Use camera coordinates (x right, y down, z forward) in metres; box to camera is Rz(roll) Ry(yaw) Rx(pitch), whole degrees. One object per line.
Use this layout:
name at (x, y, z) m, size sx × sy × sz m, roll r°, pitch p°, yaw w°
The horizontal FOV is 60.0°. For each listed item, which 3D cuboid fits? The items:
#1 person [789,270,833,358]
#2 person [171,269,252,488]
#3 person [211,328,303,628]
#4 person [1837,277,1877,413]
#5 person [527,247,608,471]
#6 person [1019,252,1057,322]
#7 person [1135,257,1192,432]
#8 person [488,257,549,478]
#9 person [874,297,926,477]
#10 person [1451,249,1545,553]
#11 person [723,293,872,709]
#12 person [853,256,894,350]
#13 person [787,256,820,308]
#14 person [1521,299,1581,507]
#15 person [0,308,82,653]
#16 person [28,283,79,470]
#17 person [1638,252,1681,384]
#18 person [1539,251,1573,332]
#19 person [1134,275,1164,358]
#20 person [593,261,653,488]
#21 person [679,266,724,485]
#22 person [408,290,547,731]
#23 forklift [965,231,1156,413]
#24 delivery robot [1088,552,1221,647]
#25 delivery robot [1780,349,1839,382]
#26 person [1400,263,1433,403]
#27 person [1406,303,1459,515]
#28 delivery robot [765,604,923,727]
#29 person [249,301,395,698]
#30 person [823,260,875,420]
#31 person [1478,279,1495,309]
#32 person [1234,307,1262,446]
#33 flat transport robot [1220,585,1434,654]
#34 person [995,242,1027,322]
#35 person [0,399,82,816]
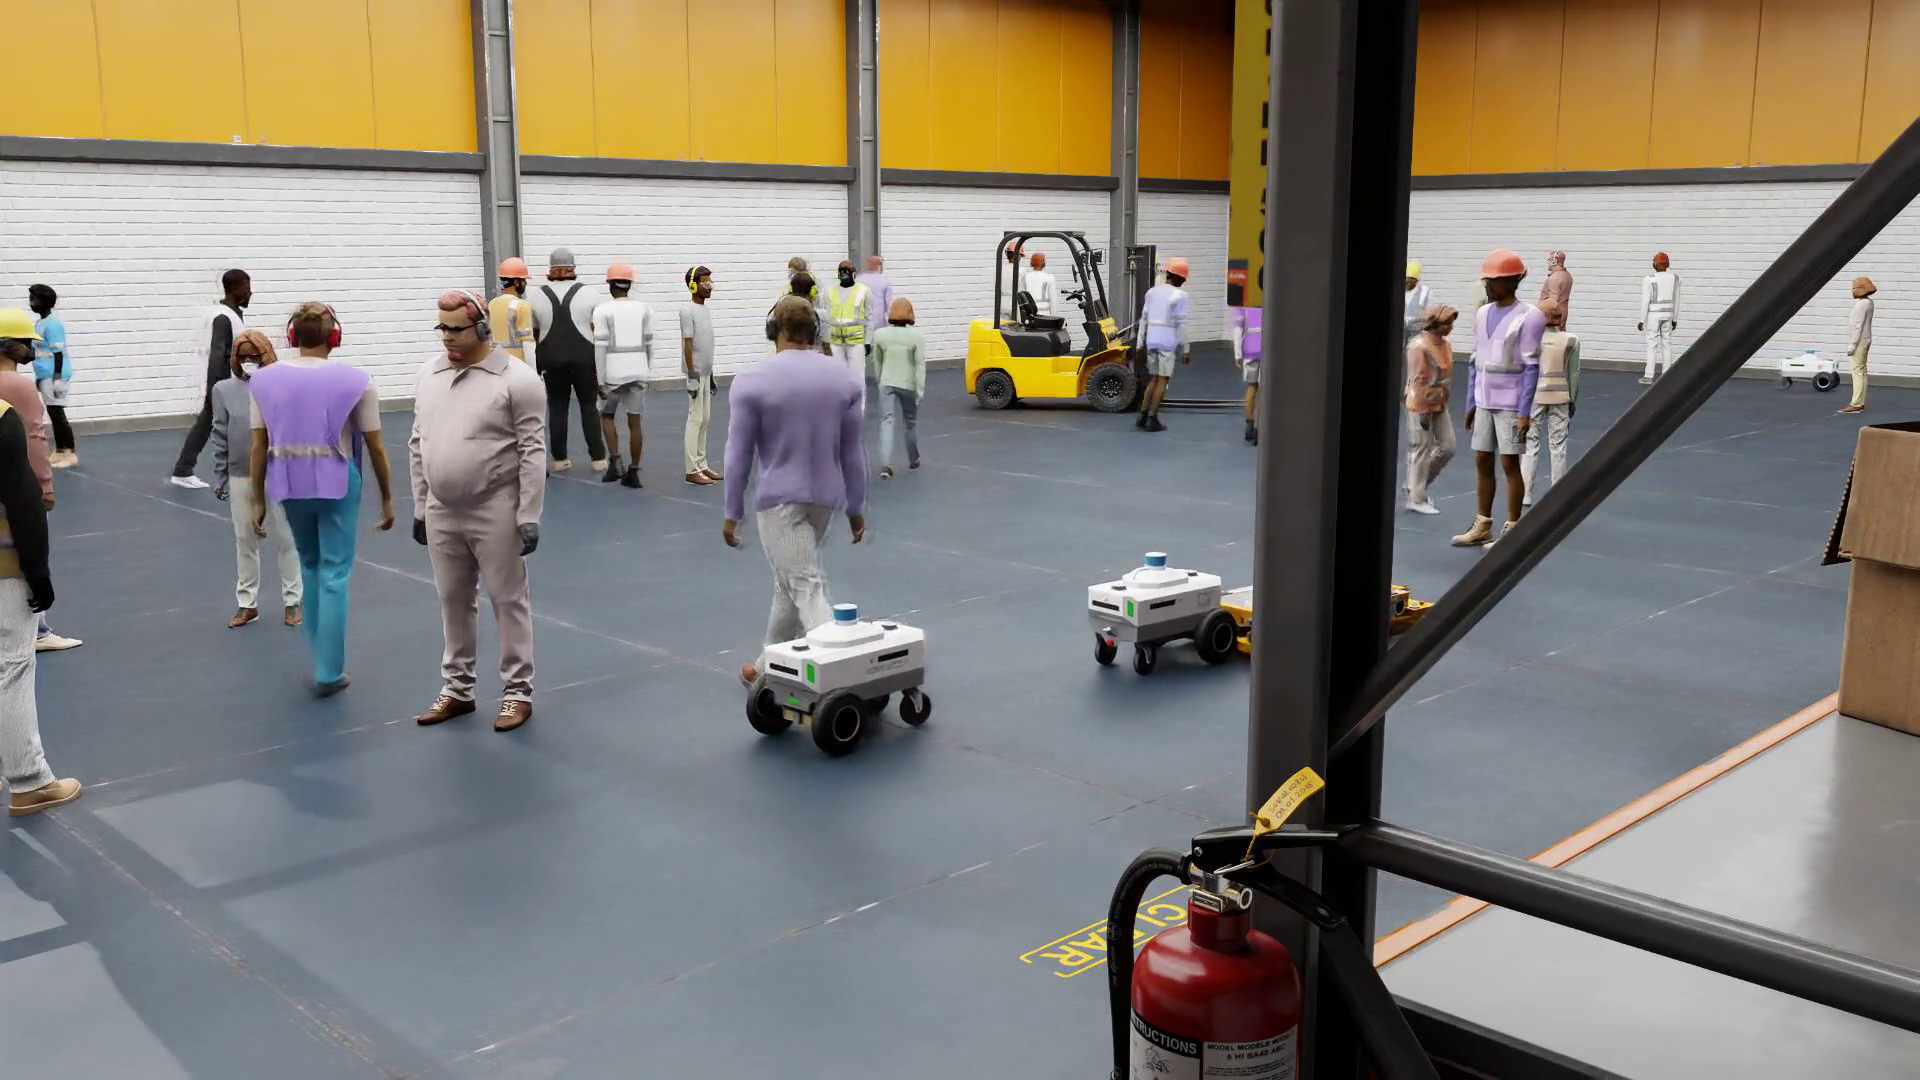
person at (-1.291, -1.294, 13.728) m, size 0.527 × 1.850 × 0.739 m, roll 4°, pitch 11°, yaw 23°
person at (-6.192, -1.352, 14.070) m, size 1.100 × 1.855 × 0.579 m, roll -4°, pitch 11°, yaw -22°
person at (-3.813, -0.334, 9.078) m, size 0.499 × 1.633 × 0.283 m, roll -1°, pitch 10°, yaw -7°
person at (10.848, -2.351, 20.077) m, size 0.289 × 1.632 × 0.497 m, roll 9°, pitch 14°, yaw 40°
person at (-3.530, -1.638, 15.078) m, size 0.704 × 2.000 × 0.535 m, roll 0°, pitch 10°, yaw -1°
person at (1.151, -3.297, 24.550) m, size 0.583 × 1.883 × 0.337 m, roll 4°, pitch 11°, yaw 22°
person at (2.231, -2.119, 18.100) m, size 0.561 × 1.890 × 0.560 m, roll -9°, pitch 14°, yaw -41°
person at (-3.883, -1.496, 14.583) m, size 0.552 × 1.936 × 0.358 m, roll 8°, pitch 13°, yaw 37°
person at (-0.542, -1.365, 14.838) m, size 0.504 × 1.592 × 0.837 m, roll 2°, pitch 11°, yaw 12°
person at (3.612, -0.923, 11.189) m, size 0.401 × 2.039 × 0.616 m, roll -5°, pitch 11°, yaw -24°
person at (-0.706, -0.149, 7.424) m, size 0.646 × 1.882 × 1.009 m, roll -8°, pitch 13°, yaw -37°
person at (-1.234, -3.065, 23.457) m, size 0.674 × 1.832 × 0.887 m, roll 2°, pitch 11°, yaw 12°
person at (-1.902, -2.551, 20.507) m, size 1.038 × 1.883 × 0.651 m, roll 2°, pitch 11°, yaw 13°
person at (4.599, -1.070, 13.079) m, size 0.511 × 1.639 × 0.308 m, roll 1°, pitch 10°, yaw 5°
person at (-4.821, -0.302, 8.546) m, size 0.533 × 1.766 × 0.318 m, roll 7°, pitch 12°, yaw 32°
person at (-8.326, -1.498, 15.251) m, size 0.319 × 1.696 × 0.546 m, roll -8°, pitch 13°, yaw -38°
person at (10.035, -3.176, 23.883) m, size 0.573 × 1.887 × 0.353 m, roll -1°, pitch 10°, yaw -6°
person at (8.506, -3.182, 23.862) m, size 0.407 × 1.910 × 0.639 m, roll 8°, pitch 13°, yaw 37°
person at (2.580, -2.983, 22.780) m, size 0.583 × 1.903 × 0.598 m, roll -4°, pitch 11°, yaw -22°
person at (-2.851, -1.399, 14.120) m, size 0.549 × 1.913 × 0.468 m, roll -6°, pitch 12°, yaw -30°
person at (-2.224, -1.414, 14.321) m, size 0.328 × 1.872 × 0.513 m, roll 2°, pitch 11°, yaw 10°
person at (-2.103, -0.121, 7.192) m, size 0.639 × 1.901 × 0.407 m, roll 3°, pitch 11°, yaw 16°
forklift at (1.222, -2.721, 20.561) m, size 2.313 × 2.155 × 1.214 m, roll 2°, pitch 11°, yaw 13°
delivery robot at (0.968, 0.306, 8.277) m, size 0.707 × 0.478 × 0.477 m, roll -9°, pitch 14°, yaw -40°
delivery robot at (11.730, -2.391, 22.980) m, size 0.707 × 0.478 × 0.477 m, roll 7°, pitch 13°, yaw 35°
person at (5.730, -2.640, 21.256) m, size 0.629 × 1.786 × 0.540 m, roll 4°, pitch 11°, yaw 22°
person at (3.596, -0.990, 12.671) m, size 0.380 × 1.618 × 0.543 m, roll 10°, pitch 14°, yaw 43°
delivery robot at (-0.487, 0.517, 7.121) m, size 0.477 × 0.478 × 0.707 m, roll 10°, pitch 14°, yaw 42°
person at (-2.981, -0.210, 7.865) m, size 0.605 × 1.819 × 0.735 m, roll 0°, pitch 10°, yaw -2°
person at (-1.304, -2.294, 19.193) m, size 0.625 × 1.846 × 0.429 m, roll 2°, pitch 11°, yaw 13°
person at (7.552, -3.061, 23.437) m, size 0.534 × 1.819 × 0.561 m, roll -3°, pitch 11°, yaw -14°
person at (3.110, -1.929, 17.006) m, size 0.553 × 1.917 × 0.594 m, roll 5°, pitch 12°, yaw 26°
flat transport robot at (1.865, 0.377, 8.916) m, size 1.431 × 0.197 × 0.652 m, roll -9°, pitch 14°, yaw -40°
person at (0.804, -3.430, 24.872) m, size 0.605 × 2.034 × 0.389 m, roll 9°, pitch 14°, yaw 42°
person at (-3.615, 0.105, 6.110) m, size 0.627 × 1.847 × 0.429 m, roll 2°, pitch 11°, yaw 8°
